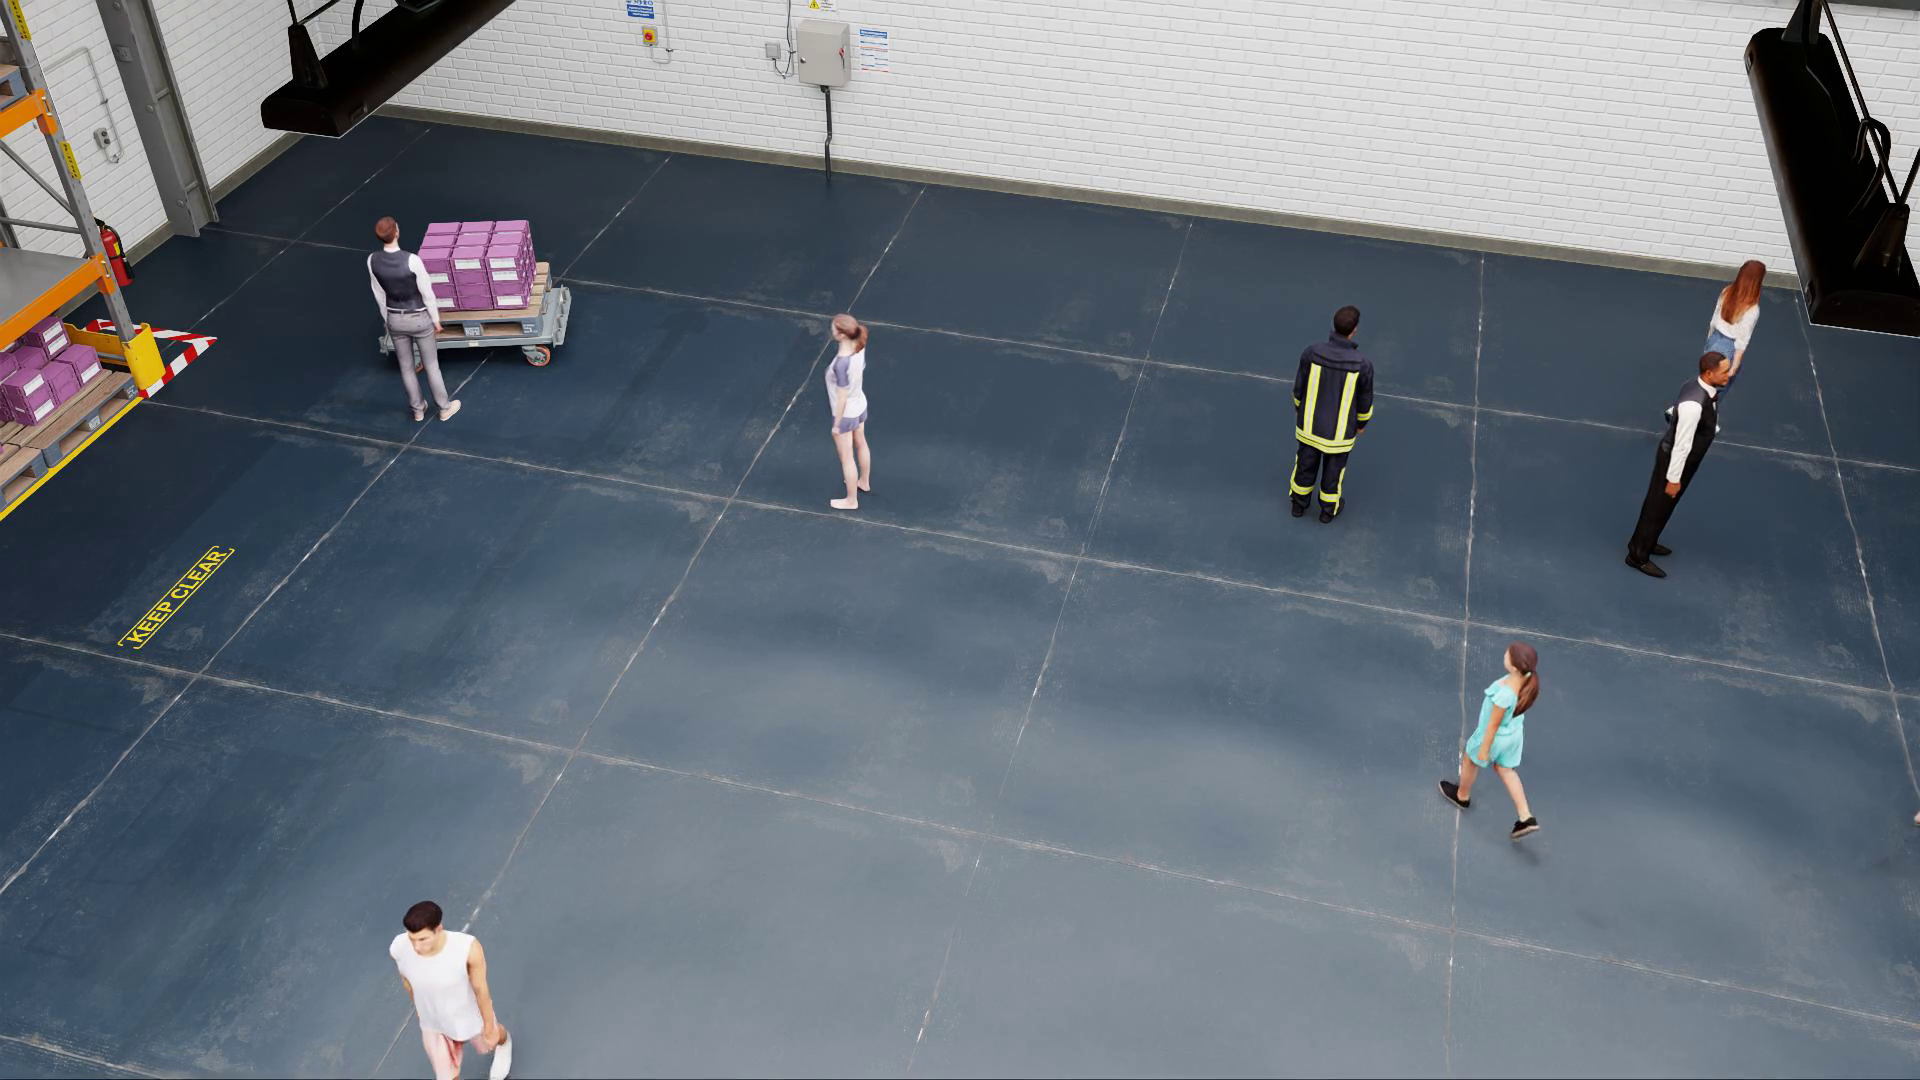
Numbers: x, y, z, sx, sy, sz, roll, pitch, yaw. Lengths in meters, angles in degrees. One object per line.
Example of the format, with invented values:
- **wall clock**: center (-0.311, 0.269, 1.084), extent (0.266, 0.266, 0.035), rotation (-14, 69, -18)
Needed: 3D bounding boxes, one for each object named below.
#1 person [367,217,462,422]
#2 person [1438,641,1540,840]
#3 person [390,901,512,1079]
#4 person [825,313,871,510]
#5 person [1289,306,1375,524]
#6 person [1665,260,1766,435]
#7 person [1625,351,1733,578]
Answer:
- **person**: center (-4.706, -1.885, 14.215), extent (0.698, 1.937, 0.629), rotation (3, 39, 3)
- **person**: center (3.488, 1.270, 10.581), extent (0.962, 1.542, 1.002), rotation (-22, 44, -26)
- **person**: center (-2.661, 2.469, 8.917), extent (0.816, 1.745, 1.180), rotation (2, 39, 3)
- **person**: center (-0.886, -1.038, 13.290), extent (0.659, 1.767, 0.540), rotation (14, 41, 17)
- **person**: center (2.907, -0.983, 13.093), extent (0.826, 1.928, 0.710), rotation (15, 41, 18)
- **person**: center (6.376, -1.585, 14.014), extent (0.887, 1.718, 0.865), rotation (-13, 40, -15)
- **person**: center (5.452, -0.598, 12.645), extent (0.801, 1.886, 0.602), rotation (18, 42, 21)
